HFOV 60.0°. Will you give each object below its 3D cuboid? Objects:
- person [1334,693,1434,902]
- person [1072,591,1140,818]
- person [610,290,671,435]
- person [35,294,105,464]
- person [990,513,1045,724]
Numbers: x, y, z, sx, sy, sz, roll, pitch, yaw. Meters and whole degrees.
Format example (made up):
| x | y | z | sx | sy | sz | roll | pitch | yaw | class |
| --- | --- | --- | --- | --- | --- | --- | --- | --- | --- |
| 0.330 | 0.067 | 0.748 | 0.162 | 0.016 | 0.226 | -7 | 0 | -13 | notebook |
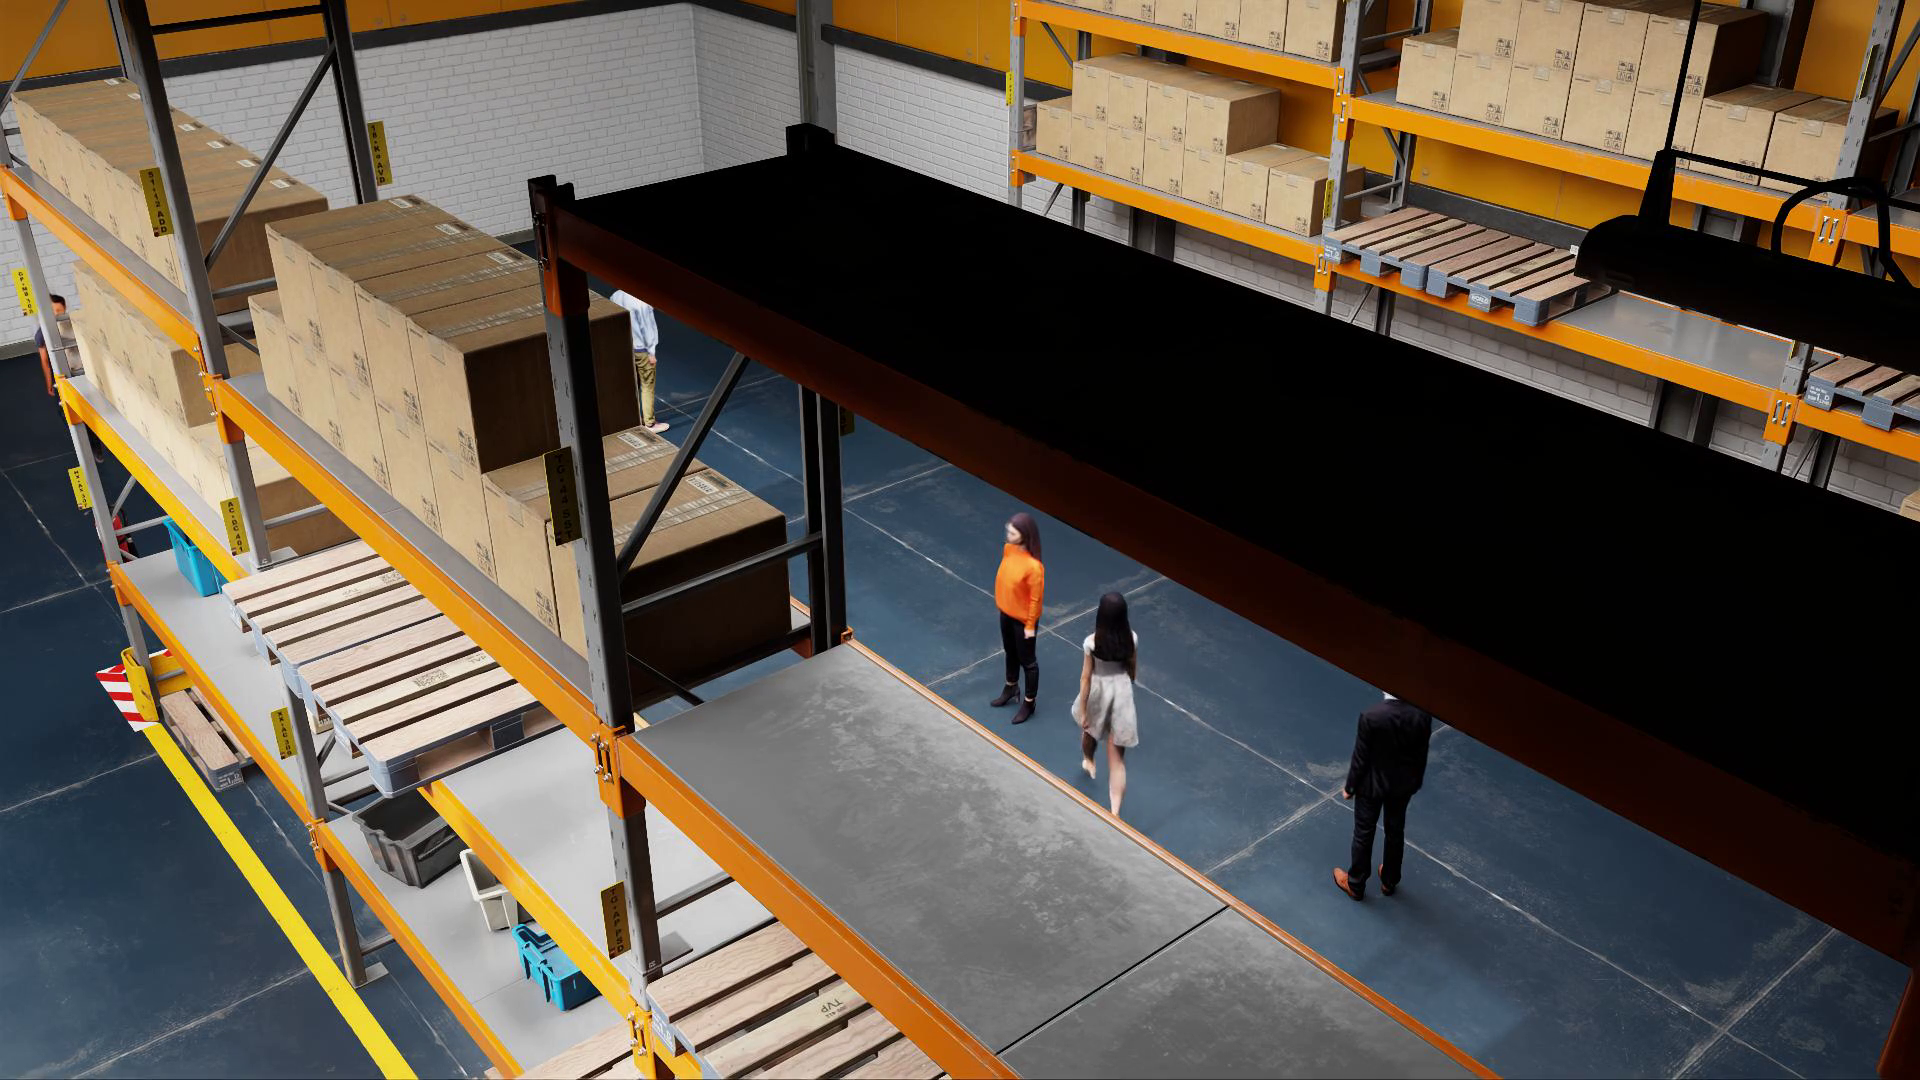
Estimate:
| x | y | z | sx | sy | sz | roll | pitch | yaw | class |
| --- | --- | --- | --- | --- | --- | --- | --- | --- | --- |
| 2.737 | 1.550 | 10.712 | 0.775 | 1.800 | 0.771 | -5 | 29 | -9 | person |
| 1.039 | 1.226 | 11.398 | 1.050 | 1.711 | 1.259 | -4 | 29 | -7 | person |
| -3.327 | -1.969 | 17.151 | 0.571 | 1.812 | 0.778 | 21 | 35 | 34 | person |
| -8.844 | -1.635 | 16.573 | 0.786 | 1.778 | 0.853 | -10 | 30 | -18 | person |
| 0.456 | 0.563 | 12.574 | 0.712 | 1.750 | 0.545 | -16 | 32 | -26 | person |
